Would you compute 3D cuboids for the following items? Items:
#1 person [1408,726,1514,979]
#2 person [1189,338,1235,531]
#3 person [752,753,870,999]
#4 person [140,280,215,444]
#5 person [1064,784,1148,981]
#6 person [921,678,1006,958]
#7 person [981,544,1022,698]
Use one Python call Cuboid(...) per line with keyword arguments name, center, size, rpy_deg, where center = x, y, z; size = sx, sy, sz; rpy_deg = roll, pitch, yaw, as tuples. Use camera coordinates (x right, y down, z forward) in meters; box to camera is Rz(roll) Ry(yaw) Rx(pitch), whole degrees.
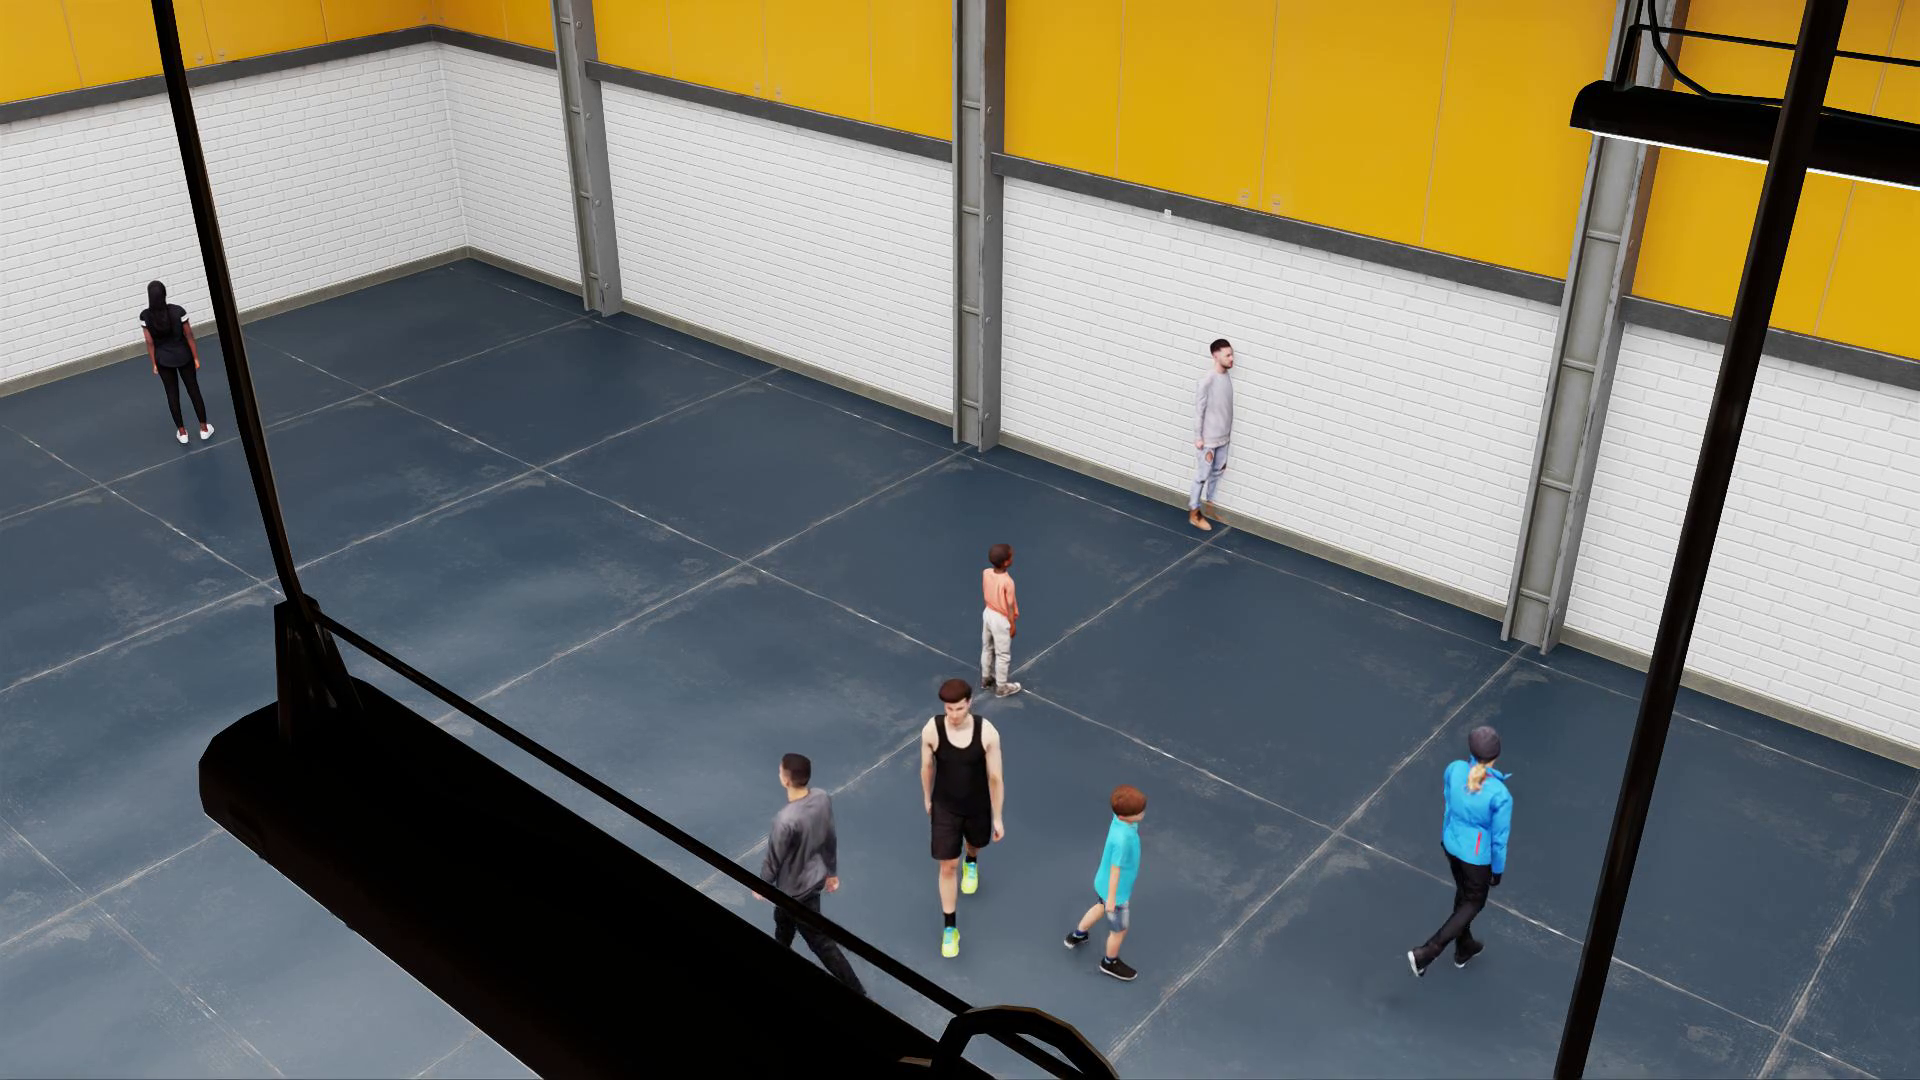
Cuboid(name="person", center=(3.008, 1.930, 10.027), size=(0.870, 1.778, 1.005), rpy_deg=(-18, 33, -29))
Cuboid(name="person", center=(2.336, -1.003, 15.343), size=(0.710, 1.837, 0.622), rpy_deg=(-23, 36, -36))
Cuboid(name="person", center=(-0.858, 2.075, 9.825), size=(1.228, 1.718, 0.809), rpy_deg=(13, 31, 23))
Cuboid(name="person", center=(-8.013, -1.831, 16.974), size=(0.707, 1.729, 0.727), rpy_deg=(-11, 30, -19))
Cuboid(name="person", center=(0.910, 2.063, 10.150), size=(0.845, 1.426, 0.778), rpy_deg=(1, 29, 2))
Cuboid(name="person", center=(0.027, 1.613, 10.531), size=(1.191, 1.851, 1.205), rpy_deg=(0, 29, 0))
Cuboid(name="person", center=(0.293, 0.613, 12.930), size=(0.556, 1.310, 0.453), rpy_deg=(-22, 35, -34))
